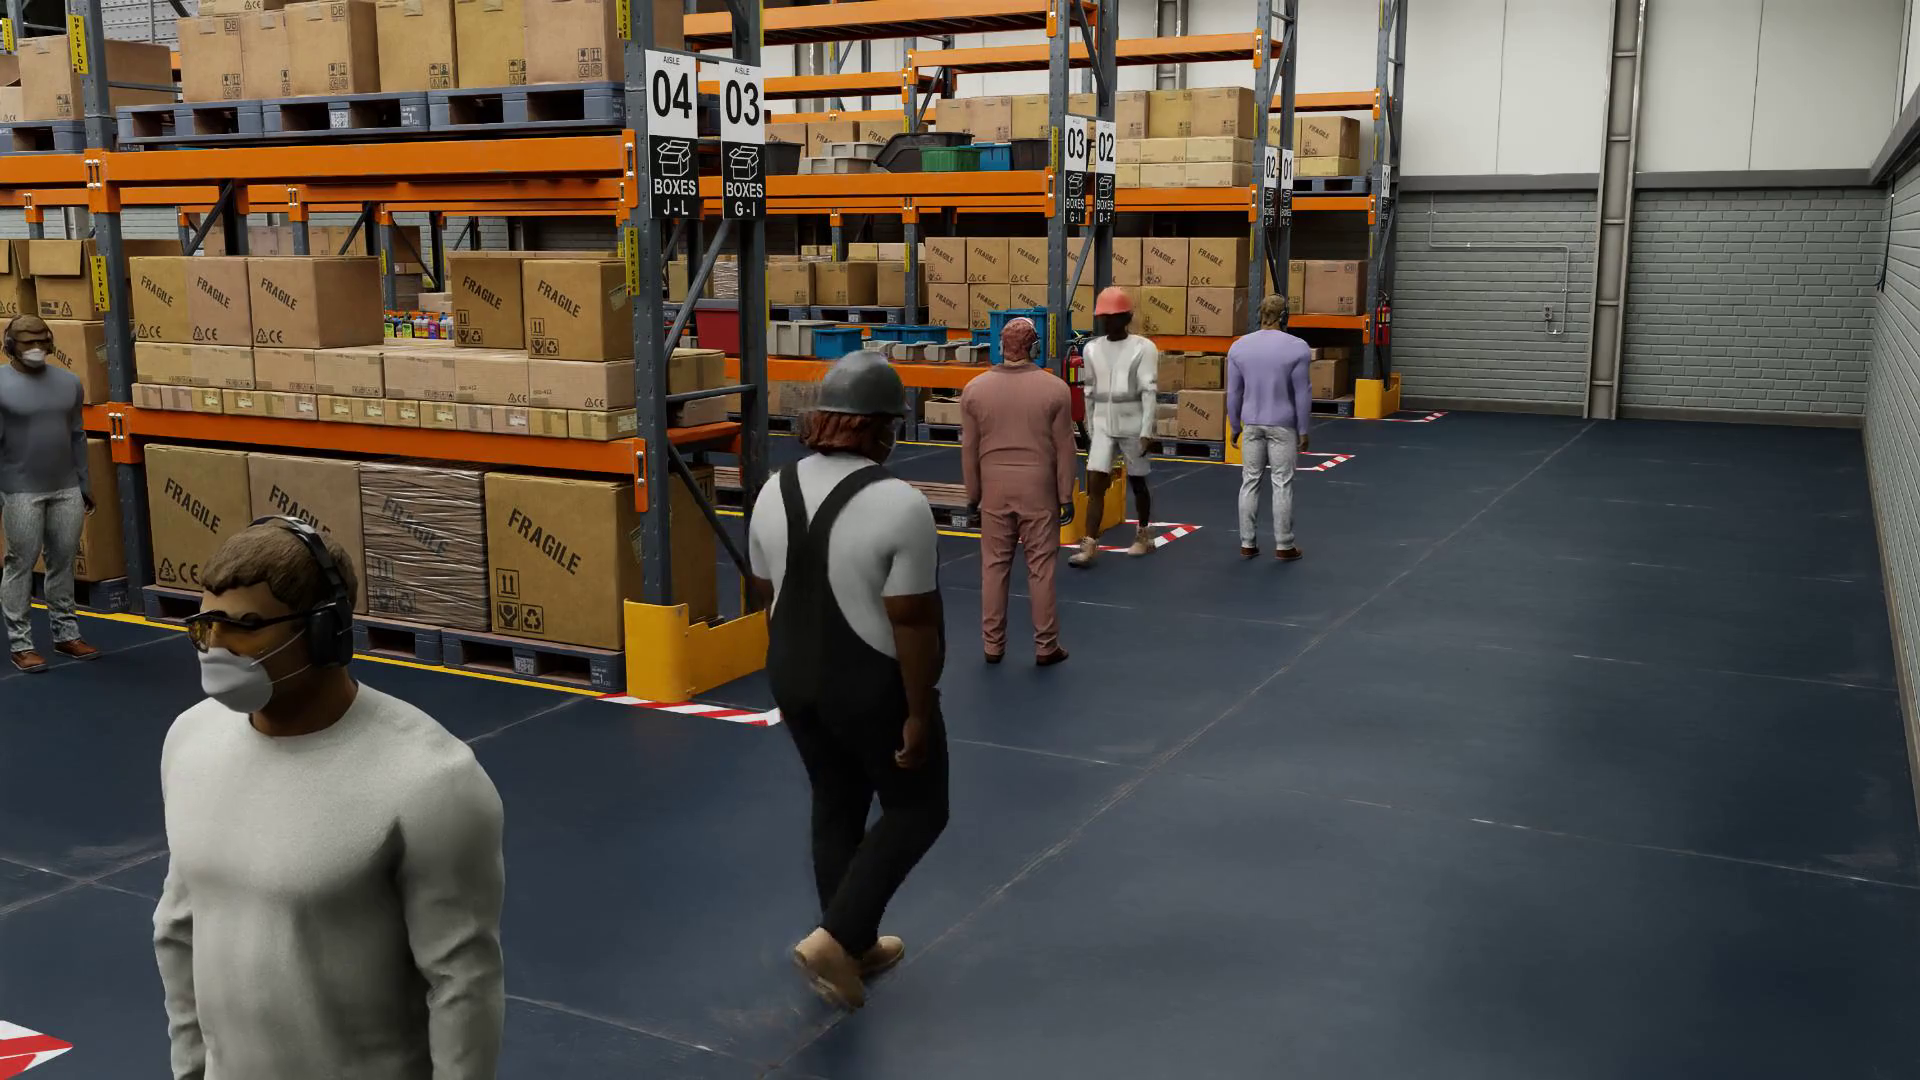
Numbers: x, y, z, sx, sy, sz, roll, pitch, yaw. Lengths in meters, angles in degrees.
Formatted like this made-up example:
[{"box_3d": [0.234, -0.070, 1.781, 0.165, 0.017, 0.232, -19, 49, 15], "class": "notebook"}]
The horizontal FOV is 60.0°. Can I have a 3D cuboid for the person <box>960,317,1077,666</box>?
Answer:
[{"box_3d": [0.334, -0.259, 9.119, 0.636, 1.911, 0.406, 3, 11, 16], "class": "person"}]

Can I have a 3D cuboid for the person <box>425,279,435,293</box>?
[{"box_3d": [-7.826, -3.062, 24.924, 0.912, 1.719, 0.526, 6, 12, 31], "class": "person"}]

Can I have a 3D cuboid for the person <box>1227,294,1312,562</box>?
[{"box_3d": [2.232, -0.803, 12.018, 0.627, 1.934, 0.374, 6, 12, 30], "class": "person"}]

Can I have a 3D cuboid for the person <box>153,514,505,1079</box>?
[{"box_3d": [-1.000, 0.915, 2.629, 0.627, 1.941, 0.370, 4, 11, 21], "class": "person"}]

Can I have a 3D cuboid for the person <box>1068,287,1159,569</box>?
[{"box_3d": [1.131, -0.803, 11.881, 0.632, 1.995, 1.041, 6, 12, 29], "class": "person"}]

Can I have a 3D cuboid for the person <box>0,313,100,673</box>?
[{"box_3d": [-5.014, -0.261, 9.052, 0.351, 1.936, 0.634, 5, 12, 27], "class": "person"}]

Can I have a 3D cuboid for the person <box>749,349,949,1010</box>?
[{"box_3d": [-0.321, 0.421, 5.049, 0.692, 2.000, 0.638, 8, 13, 37], "class": "person"}]
